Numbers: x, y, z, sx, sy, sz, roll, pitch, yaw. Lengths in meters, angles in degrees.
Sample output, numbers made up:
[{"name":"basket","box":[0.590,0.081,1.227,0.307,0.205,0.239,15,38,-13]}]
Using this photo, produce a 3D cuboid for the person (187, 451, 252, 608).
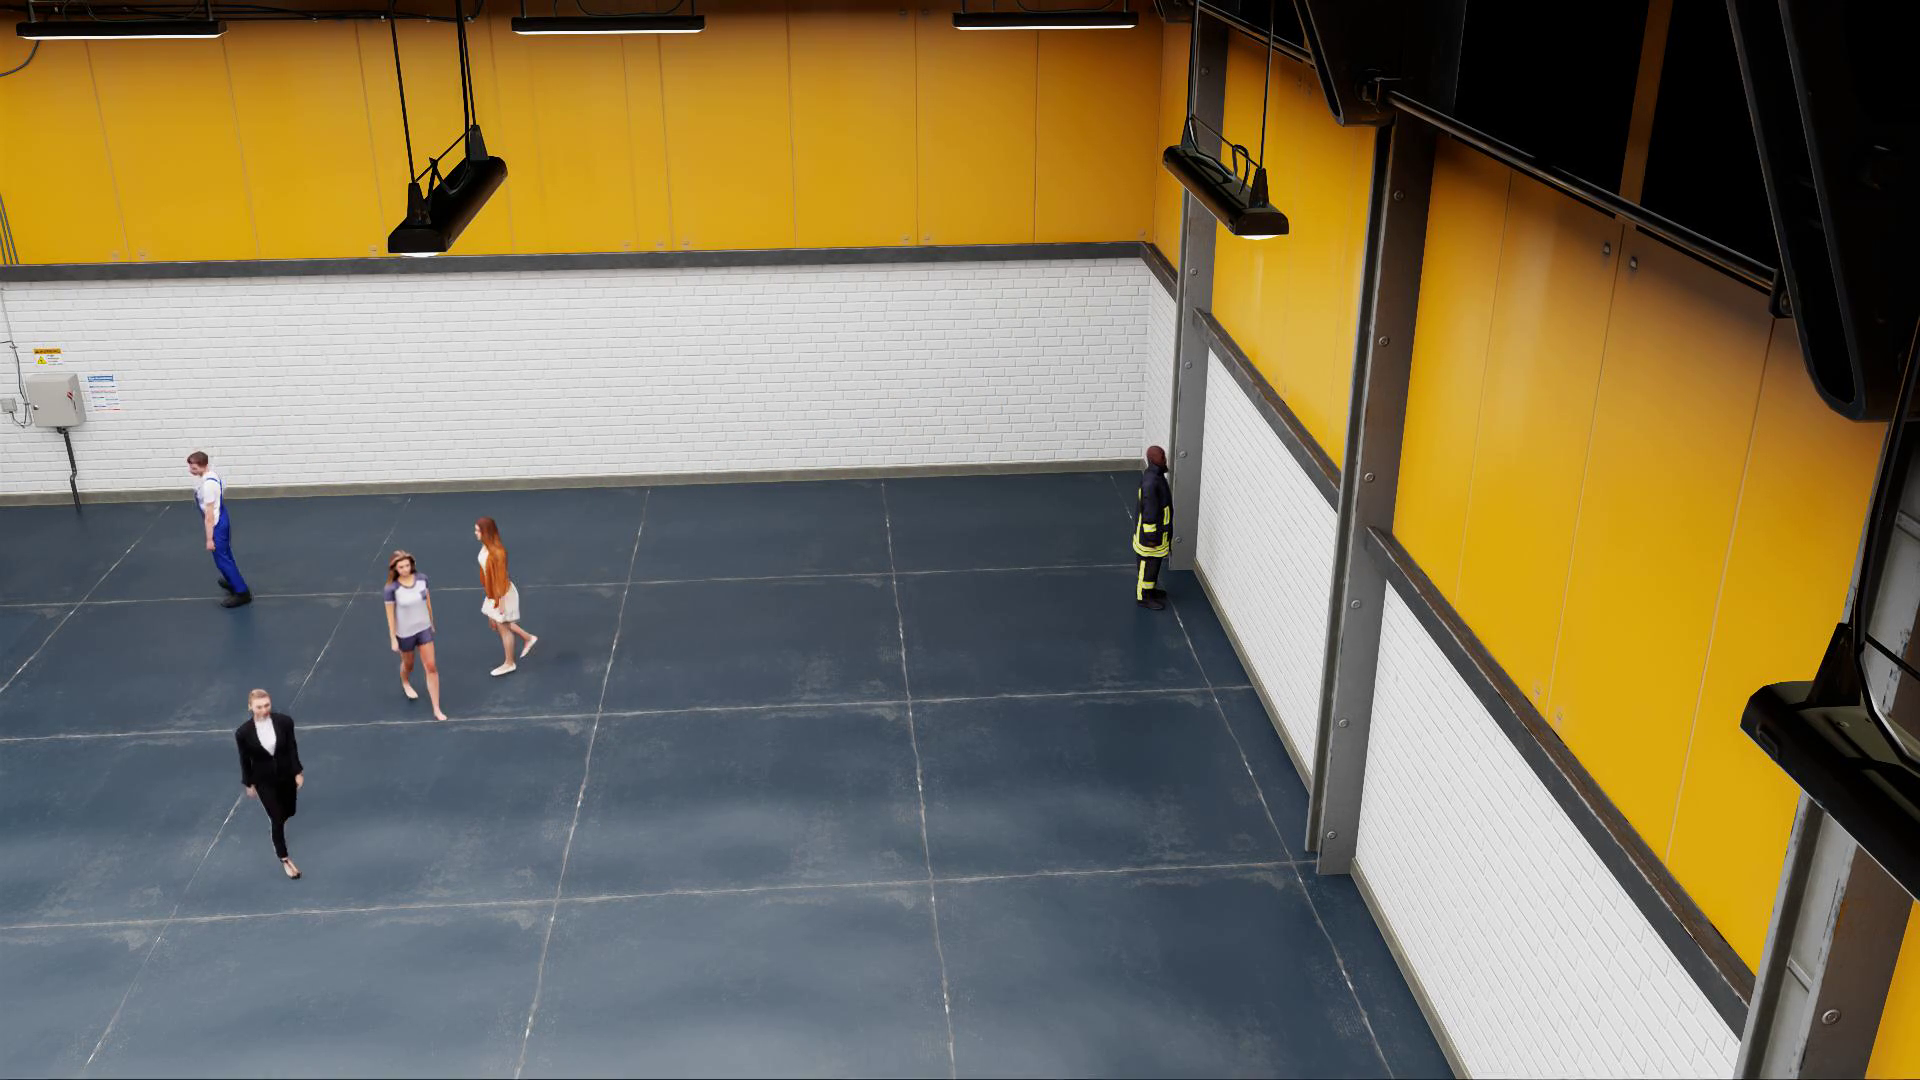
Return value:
[{"name":"person","box":[-7.986,-0.141,17.929,0.994,1.819,0.635,0,24,-1]}]

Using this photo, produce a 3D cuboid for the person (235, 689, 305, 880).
[{"name":"person","box":[-5.548,1.911,13.411,0.922,1.678,1.063,-15,28,-30]}]

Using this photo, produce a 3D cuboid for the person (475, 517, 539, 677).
[{"name":"person","box":[-4.487,0.526,16.546,0.849,1.704,0.834,-13,27,-27]}]

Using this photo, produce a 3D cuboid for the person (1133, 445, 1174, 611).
[{"name":"person","box":[2.076,-0.167,17.983,0.890,1.823,0.733,6,24,13]}]

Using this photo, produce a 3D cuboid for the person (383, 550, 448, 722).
[{"name":"person","box":[-5.237,0.857,15.810,0.990,1.687,1.178,-18,29,-35]}]
